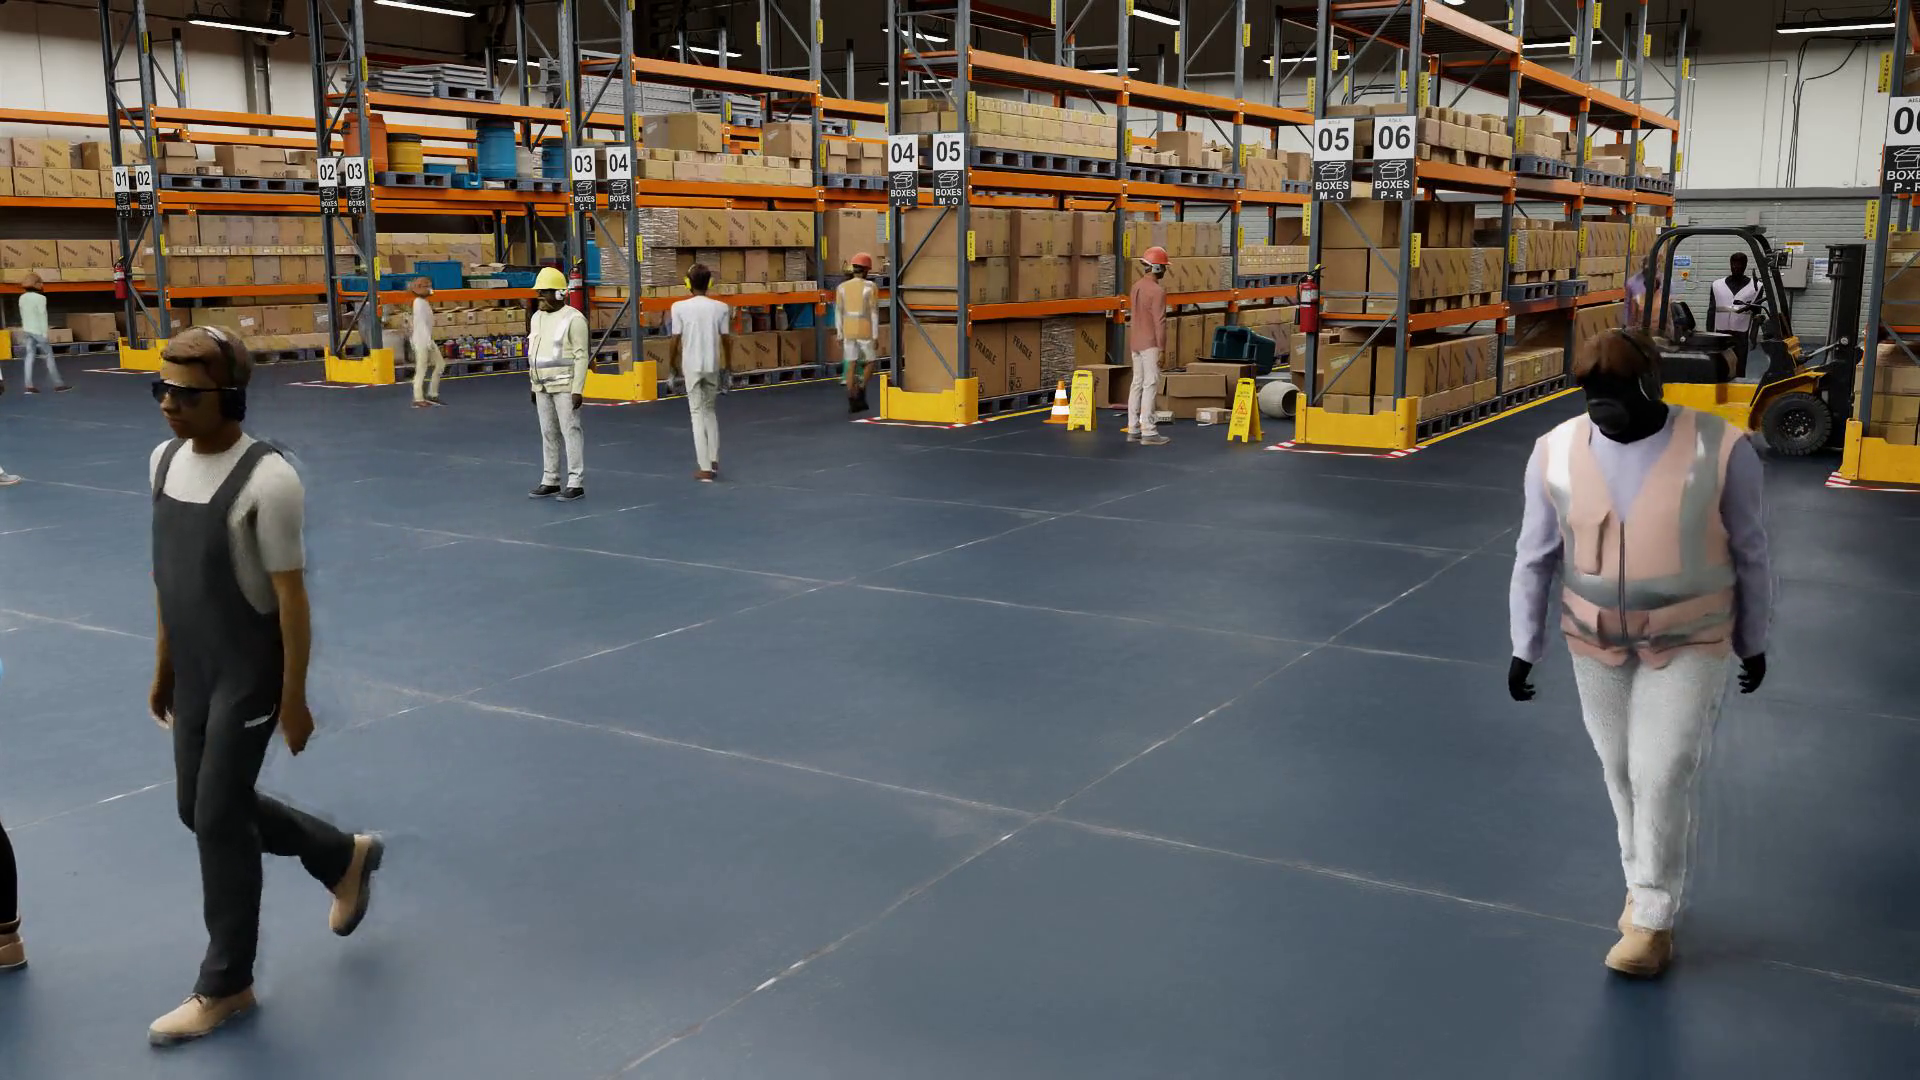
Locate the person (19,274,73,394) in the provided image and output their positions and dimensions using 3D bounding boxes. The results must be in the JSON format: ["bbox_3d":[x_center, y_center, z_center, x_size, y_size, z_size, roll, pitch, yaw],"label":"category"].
[{"bbox_3d":[-12.440,-2.783,22.478,0.522,1.617,0.556,4,11,21],"label":"person"}]

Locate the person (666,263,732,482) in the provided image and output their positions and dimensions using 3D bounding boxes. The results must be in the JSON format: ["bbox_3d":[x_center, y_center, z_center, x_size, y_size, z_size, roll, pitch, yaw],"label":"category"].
[{"bbox_3d":[-2.260,-1.434,14.275,0.515,1.848,0.665,-5,11,-27],"label":"person"}]

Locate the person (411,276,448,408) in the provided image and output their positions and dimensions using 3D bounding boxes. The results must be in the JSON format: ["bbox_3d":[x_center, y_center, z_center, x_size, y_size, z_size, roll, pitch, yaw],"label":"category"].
[{"bbox_3d":[-6.526,-2.422,20.449,0.504,1.618,0.506,0,10,-2],"label":"person"}]

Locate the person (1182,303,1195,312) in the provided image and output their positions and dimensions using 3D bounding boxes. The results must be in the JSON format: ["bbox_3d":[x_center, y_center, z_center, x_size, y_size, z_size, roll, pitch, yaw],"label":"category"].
[{"bbox_3d":[4.624,-4.898,34.304,0.518,1.628,0.363,0,10,2],"label":"person"}]

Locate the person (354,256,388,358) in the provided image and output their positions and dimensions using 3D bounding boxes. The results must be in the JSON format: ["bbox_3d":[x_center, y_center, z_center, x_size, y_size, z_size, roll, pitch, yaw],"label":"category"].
[{"bbox_3d":[-9.151,-3.501,25.916,0.606,1.820,0.589,5,11,25],"label":"person"}]

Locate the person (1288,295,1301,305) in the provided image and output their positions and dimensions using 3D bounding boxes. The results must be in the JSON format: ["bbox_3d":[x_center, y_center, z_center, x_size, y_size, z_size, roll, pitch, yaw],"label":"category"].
[{"bbox_3d":[6.817,-4.796,33.052,0.862,1.860,0.659,-9,14,-43],"label":"person"}]

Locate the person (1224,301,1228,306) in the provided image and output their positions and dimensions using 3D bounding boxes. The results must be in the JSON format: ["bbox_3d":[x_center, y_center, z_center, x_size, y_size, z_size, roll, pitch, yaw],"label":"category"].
[{"bbox_3d":[5.988,-5.520,36.898,0.366,1.936,0.549,8,13,37],"label":"person"}]

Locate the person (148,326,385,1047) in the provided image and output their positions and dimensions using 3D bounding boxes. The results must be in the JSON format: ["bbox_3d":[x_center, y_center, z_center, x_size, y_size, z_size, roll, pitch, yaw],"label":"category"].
[{"bbox_3d":[-1.858,0.343,4.372,0.527,1.826,0.686,7,12,33],"label":"person"}]

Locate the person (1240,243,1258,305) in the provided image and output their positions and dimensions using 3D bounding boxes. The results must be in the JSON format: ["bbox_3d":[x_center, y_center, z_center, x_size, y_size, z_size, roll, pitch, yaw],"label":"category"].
[{"bbox_3d":[6.074,-5.309,35.519,0.942,2.008,0.622,3,11,17],"label":"person"}]

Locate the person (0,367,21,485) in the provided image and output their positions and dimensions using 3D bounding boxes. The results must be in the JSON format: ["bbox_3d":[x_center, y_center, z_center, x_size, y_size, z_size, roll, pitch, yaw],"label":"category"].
[{"bbox_3d":[-8.213,-1.385,13.885,0.587,1.883,0.342,5,11,24],"label":"person"}]

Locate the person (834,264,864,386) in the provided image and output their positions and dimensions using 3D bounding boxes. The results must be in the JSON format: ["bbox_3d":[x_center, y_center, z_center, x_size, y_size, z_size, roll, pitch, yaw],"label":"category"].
[{"bbox_3d":[-1.476,-3.078,23.782,0.550,1.719,0.897,6,12,32],"label":"person"}]

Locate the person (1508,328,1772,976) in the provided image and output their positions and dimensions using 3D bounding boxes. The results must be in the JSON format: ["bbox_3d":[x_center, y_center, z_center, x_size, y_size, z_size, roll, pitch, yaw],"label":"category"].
[{"bbox_3d":[1.902,0.302,4.712,0.651,1.789,0.732,8,13,38],"label":"person"}]

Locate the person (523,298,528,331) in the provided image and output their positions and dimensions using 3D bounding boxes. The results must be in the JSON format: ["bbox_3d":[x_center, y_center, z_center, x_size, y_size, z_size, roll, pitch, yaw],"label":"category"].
[{"bbox_3d":[-9.152,-5.281,35.475,0.613,1.966,0.361,10,14,43],"label":"person"}]

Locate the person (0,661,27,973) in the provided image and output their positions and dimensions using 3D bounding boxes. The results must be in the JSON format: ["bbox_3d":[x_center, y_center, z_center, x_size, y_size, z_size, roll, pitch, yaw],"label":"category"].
[{"bbox_3d":[-2.712,0.410,4.381,0.321,1.688,0.529,-3,11,-18],"label":"person"}]

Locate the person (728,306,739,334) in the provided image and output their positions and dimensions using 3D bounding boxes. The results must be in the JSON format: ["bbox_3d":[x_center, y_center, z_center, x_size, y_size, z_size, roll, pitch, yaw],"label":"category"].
[{"bbox_3d":[-3.679,-3.460,25.381,0.628,1.932,0.365,0,10,1],"label":"person"}]

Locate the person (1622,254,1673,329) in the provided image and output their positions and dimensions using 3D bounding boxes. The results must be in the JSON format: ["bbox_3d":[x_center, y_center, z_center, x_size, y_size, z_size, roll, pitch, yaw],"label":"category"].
[{"bbox_3d":[9.683,-3.092,23.460,0.643,1.882,0.657,5,11,28],"label":"person"}]

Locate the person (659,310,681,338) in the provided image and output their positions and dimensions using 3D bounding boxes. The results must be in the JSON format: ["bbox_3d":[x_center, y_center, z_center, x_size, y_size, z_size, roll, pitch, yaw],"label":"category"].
[{"bbox_3d":[-4.446,-3.444,25.916,0.513,1.727,0.893,2,10,11],"label":"person"}]

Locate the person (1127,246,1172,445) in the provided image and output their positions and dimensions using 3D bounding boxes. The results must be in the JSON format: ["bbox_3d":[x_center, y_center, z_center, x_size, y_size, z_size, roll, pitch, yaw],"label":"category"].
[{"bbox_3d":[1.924,-1.957,16.802,0.401,1.990,0.616,-4,11,-23],"label":"person"}]

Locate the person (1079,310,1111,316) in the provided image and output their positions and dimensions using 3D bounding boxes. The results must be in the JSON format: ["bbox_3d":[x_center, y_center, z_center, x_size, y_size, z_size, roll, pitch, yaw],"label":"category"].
[{"bbox_3d":[2.096,-3.544,25.866,0.587,1.926,0.368,7,12,35],"label":"person"}]

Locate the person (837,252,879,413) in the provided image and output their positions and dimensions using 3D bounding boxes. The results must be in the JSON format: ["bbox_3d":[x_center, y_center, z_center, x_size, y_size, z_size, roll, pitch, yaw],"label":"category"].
[{"bbox_3d":[-1.207,-2.470,19.874,0.577,1.914,0.435,5,11,24],"label":"person"}]

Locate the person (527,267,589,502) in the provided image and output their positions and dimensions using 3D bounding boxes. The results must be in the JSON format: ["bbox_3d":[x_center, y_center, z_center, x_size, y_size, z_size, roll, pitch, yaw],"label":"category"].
[{"bbox_3d":[-3.188,-1.221,13.112,0.594,1.832,0.404,7,12,34],"label":"person"}]

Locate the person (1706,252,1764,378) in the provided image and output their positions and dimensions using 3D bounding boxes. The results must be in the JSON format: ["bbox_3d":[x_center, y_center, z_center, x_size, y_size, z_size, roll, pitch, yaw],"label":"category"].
[{"bbox_3d":[9.170,-2.446,19.740,0.593,1.917,0.392,6,12,30],"label":"person"}]

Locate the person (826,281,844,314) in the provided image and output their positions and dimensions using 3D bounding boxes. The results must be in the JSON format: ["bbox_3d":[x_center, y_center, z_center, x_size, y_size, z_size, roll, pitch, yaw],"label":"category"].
[{"bbox_3d":[-2.239,-4.583,31.792,0.543,1.900,0.974,5,11,26],"label":"person"}]

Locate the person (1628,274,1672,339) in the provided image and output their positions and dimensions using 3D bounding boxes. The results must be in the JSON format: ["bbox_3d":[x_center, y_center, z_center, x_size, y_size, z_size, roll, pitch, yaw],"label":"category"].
[{"bbox_3d":[9.053,-2.677,21.845,0.530,1.631,0.405,7,12,32],"label":"person"}]
